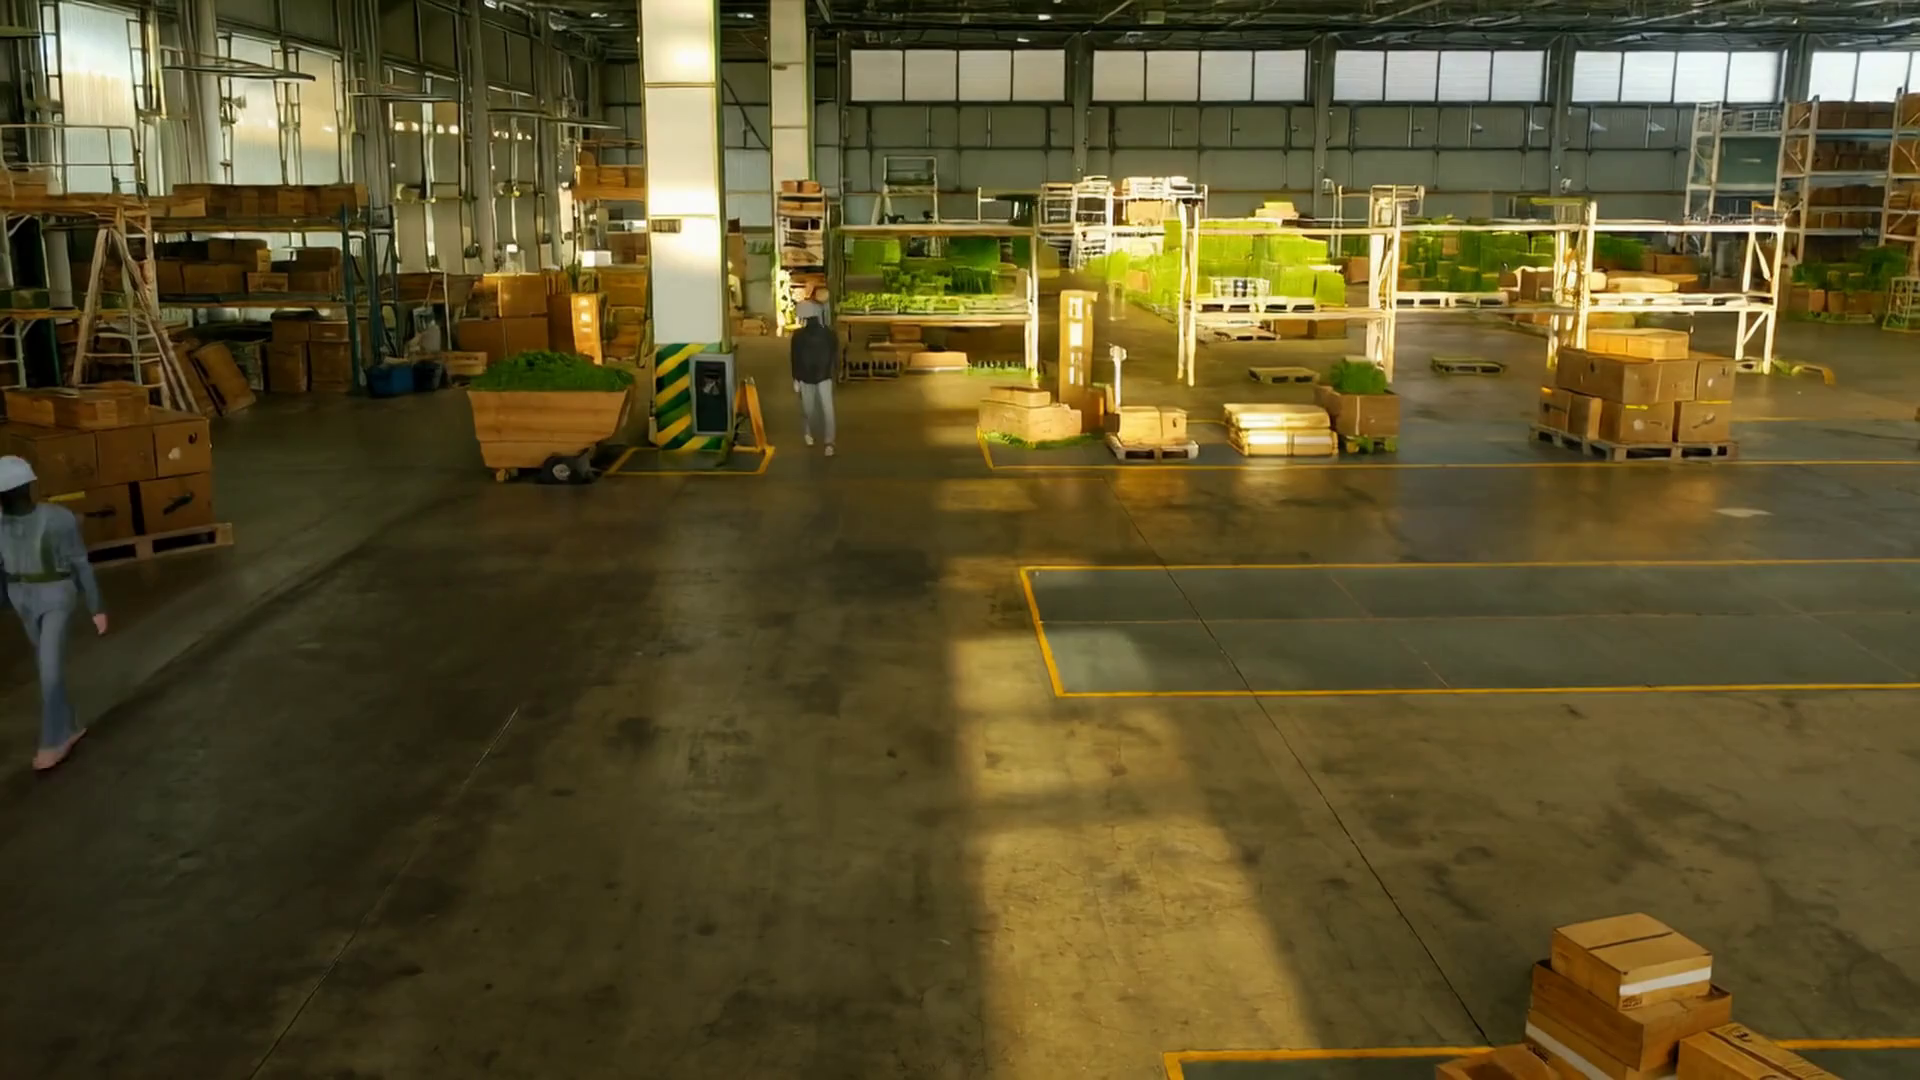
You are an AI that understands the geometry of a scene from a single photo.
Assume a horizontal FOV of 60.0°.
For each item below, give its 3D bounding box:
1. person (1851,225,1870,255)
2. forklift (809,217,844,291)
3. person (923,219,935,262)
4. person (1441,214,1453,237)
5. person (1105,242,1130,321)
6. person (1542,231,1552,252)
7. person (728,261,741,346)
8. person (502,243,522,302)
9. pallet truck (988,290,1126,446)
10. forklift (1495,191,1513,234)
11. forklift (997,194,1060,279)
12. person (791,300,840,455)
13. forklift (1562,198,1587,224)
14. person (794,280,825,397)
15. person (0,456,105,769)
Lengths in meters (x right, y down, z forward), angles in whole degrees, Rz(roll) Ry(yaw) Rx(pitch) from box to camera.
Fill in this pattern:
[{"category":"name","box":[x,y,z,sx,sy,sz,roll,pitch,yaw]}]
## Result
[{"category":"person","box":[28.859,-9.140,53.301,0.891,1.877,0.655,-5,13,-21]},{"category":"forklift","box":[-4.375,-8.619,48.637,1.873,2.768,1.129,0,12,-2]},{"category":"person","box":[-1.184,-11.652,64.538,0.624,1.915,0.565,-6,14,-25]},{"category":"person","box":[19.201,-11.837,65.317,0.627,1.936,0.372,0,12,-1]},{"category":"person","box":[3.829,-6.279,40.397,0.650,1.887,0.848,-3,13,-13]},{"category":"person","box":[17.356,-8.208,48.809,0.611,1.988,0.391,0,12,-1]},{"category":"person","box":[-4.781,-4.878,34.350,0.485,1.738,0.307,0,12,-1]},{"category":"person","box":[-12.415,-7.421,46.127,0.524,1.611,0.754,-2,13,-11]},{"category":"pallet truck","box":[1.257,-2.299,22.111,1.885,1.965,0.823,-9,15,-35]},{"category":"forklift","box":[20.493,-11.778,62.896,1.873,2.768,1.129,0,12,-2]},{"category":"forklift","box":[2.328,-10.222,55.872,1.873,2.768,1.129,-7,14,-28]},{"category":"person","box":[-1.841,-2.084,21.198,0.653,1.971,0.690,-2,13,-9]},{"category":"forklift","box":[17.204,-8.212,46.797,1.873,2.768,1.129,0,12,-2]},{"category":"person","box":[-2.382,-3.202,26.496,0.519,1.865,0.328,0,12,-1]},{"category":"person","box":[-5.596,0.429,10.033,0.635,1.888,0.828,1,13,5]}]
